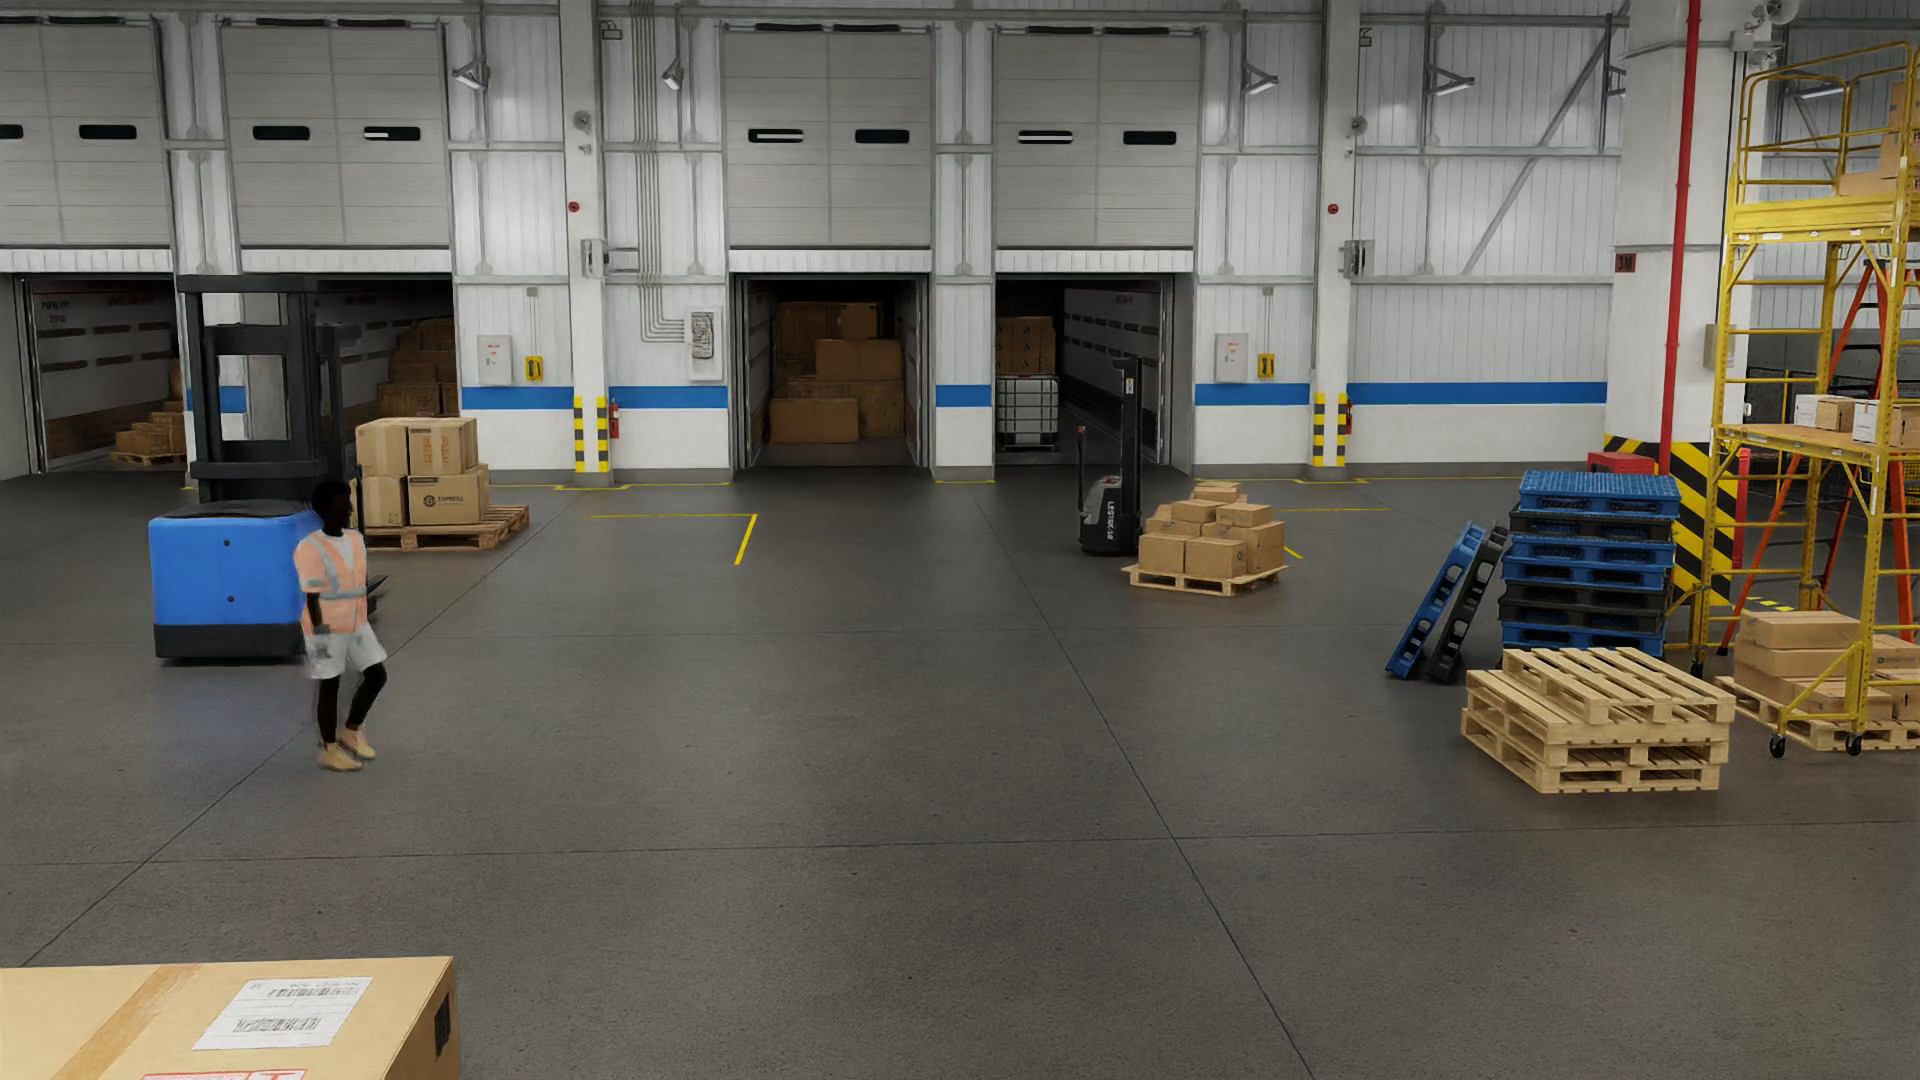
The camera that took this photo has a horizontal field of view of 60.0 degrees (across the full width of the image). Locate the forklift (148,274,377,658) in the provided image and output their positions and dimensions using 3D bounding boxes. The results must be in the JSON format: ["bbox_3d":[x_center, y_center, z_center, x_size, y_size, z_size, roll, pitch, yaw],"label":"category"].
[{"bbox_3d":[-5.348,-0.627,12.681,1.129,2.768,1.873,-1,9,-4],"label":"forklift"}]

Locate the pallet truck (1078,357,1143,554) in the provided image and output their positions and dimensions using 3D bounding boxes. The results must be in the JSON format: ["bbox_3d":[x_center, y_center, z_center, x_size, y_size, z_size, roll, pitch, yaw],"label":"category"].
[{"bbox_3d":[2.088,-0.836,16.757,1.885,1.965,0.823,2,9,13],"label":"pallet truck"}]

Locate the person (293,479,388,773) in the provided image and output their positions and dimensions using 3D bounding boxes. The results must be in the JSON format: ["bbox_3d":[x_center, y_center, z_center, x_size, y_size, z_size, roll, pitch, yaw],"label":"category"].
[{"bbox_3d":[-3.495,0.497,9.380,0.372,1.683,0.538,4,10,25],"label":"person"}]
